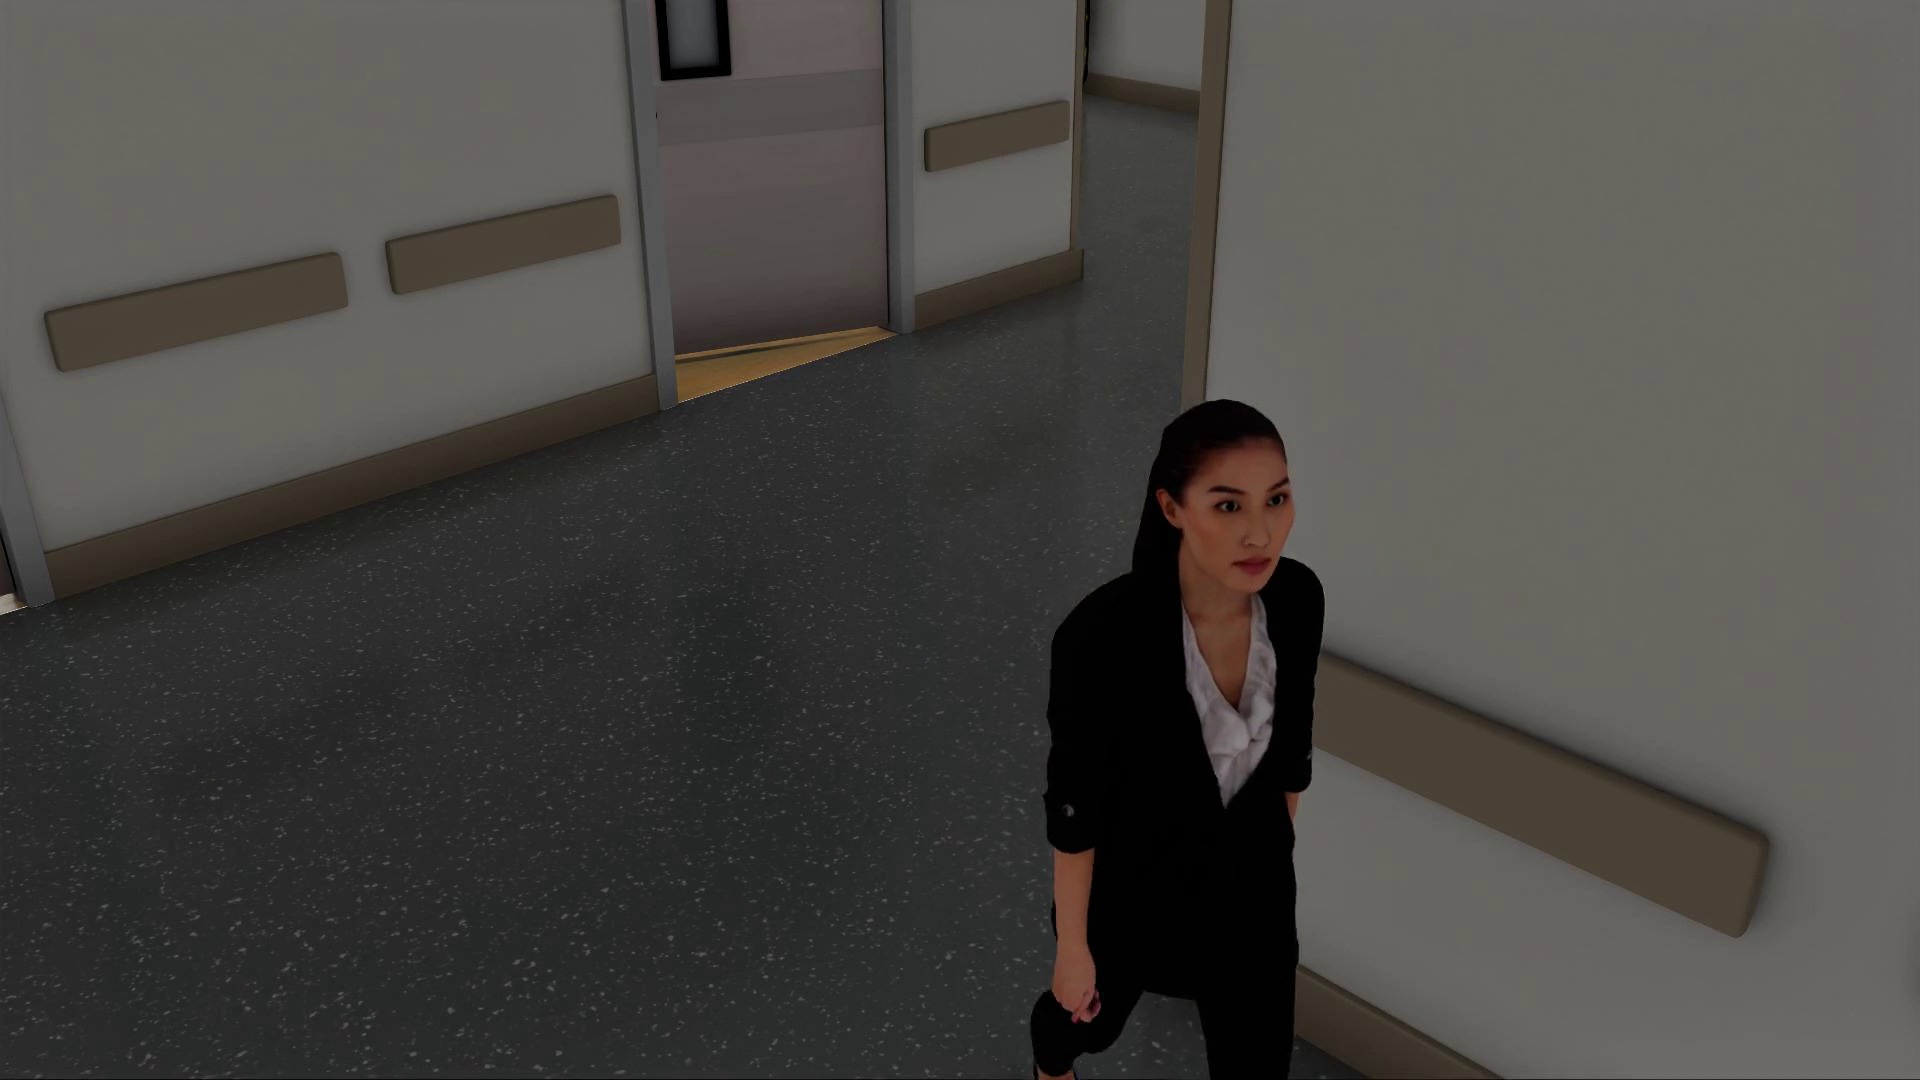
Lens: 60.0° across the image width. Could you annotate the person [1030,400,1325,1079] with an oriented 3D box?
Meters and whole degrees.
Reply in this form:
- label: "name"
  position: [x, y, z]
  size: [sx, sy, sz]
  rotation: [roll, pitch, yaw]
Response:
- label: "person"
  position: [0.293, 0.540, 2.641]
  size: [1.093, 1.620, 0.992]
  rotation: [-8, 27, -17]
